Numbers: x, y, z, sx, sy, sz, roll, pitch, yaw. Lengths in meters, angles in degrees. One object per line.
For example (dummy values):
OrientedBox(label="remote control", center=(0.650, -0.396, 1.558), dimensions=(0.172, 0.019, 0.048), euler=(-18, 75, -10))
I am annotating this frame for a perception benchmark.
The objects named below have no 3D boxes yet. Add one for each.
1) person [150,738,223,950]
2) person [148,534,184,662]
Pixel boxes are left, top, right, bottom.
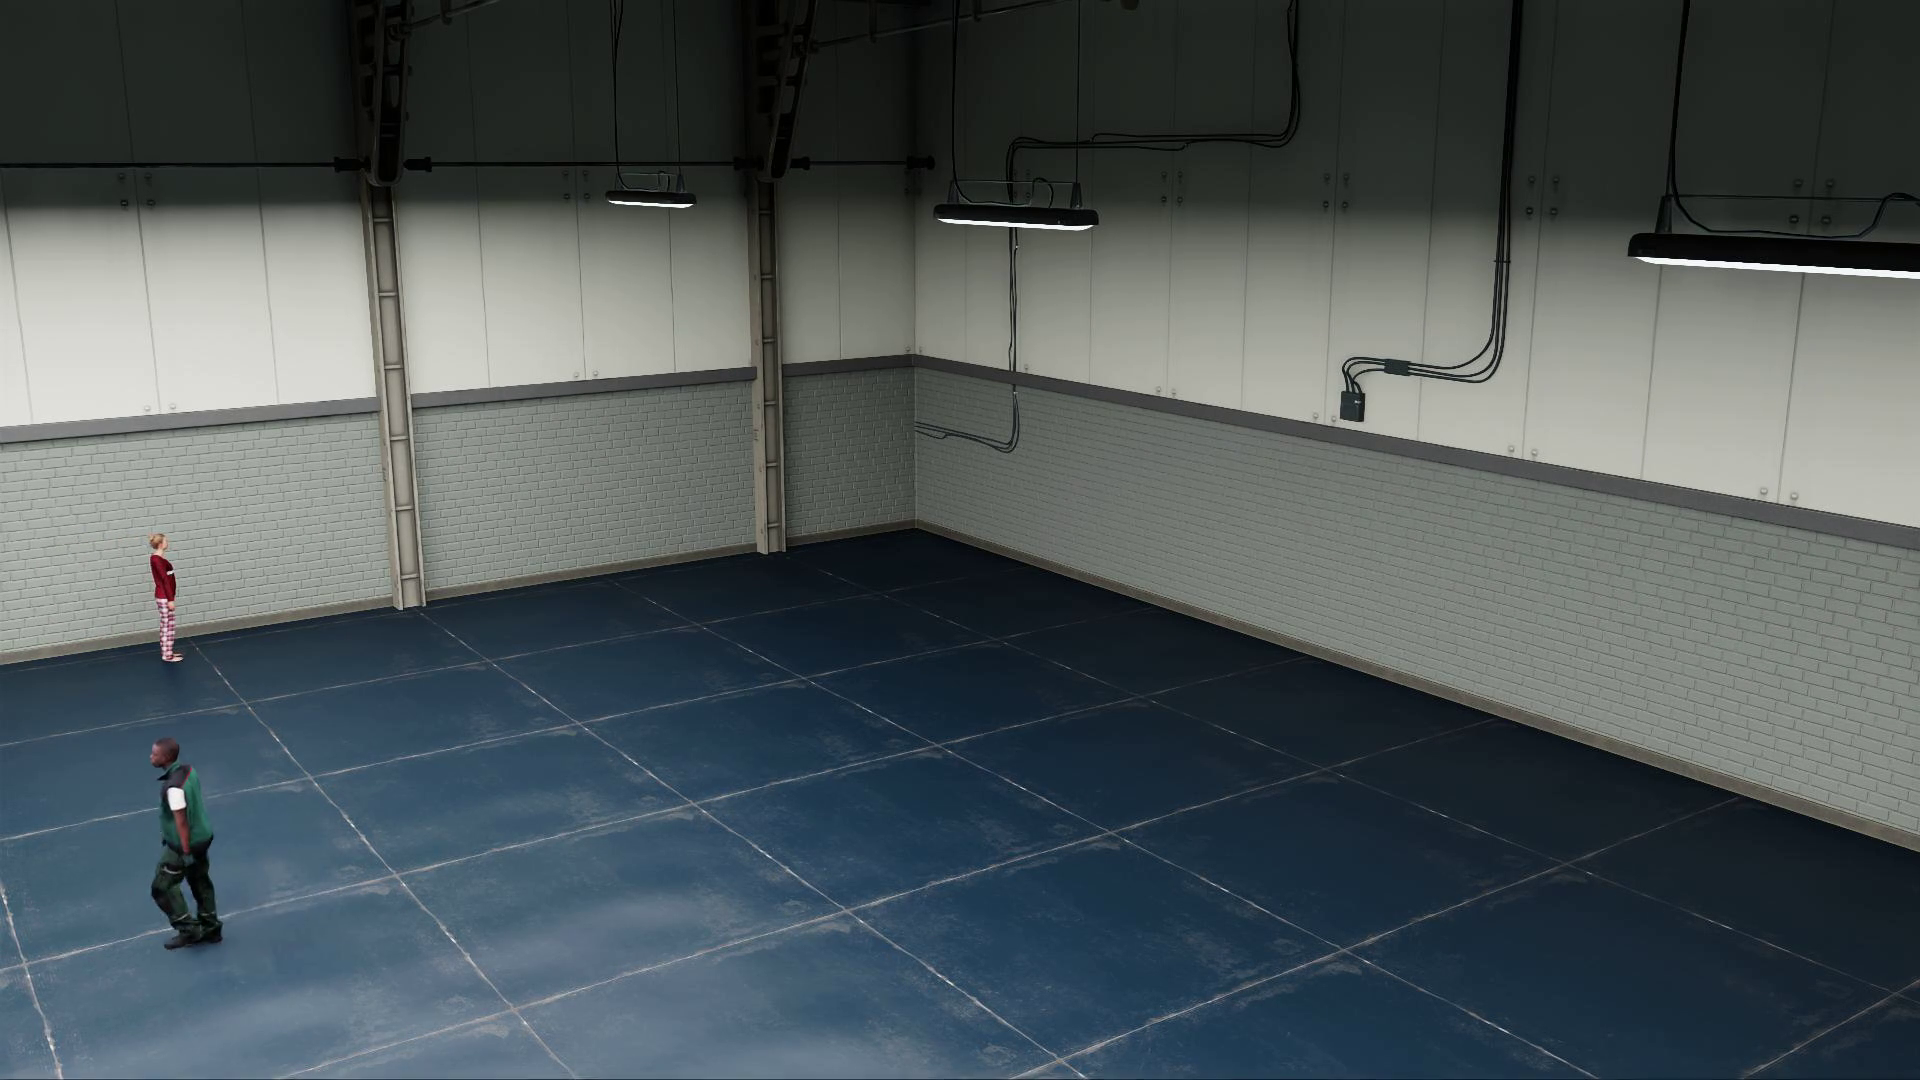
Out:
OrientedBox(label="person", center=(-6.272, 2.489, 13.691), dimensions=(0.870, 1.821, 0.835), euler=(-2, 13, -7))
OrientedBox(label="person", center=(-10.313, 0.733, 21.573), dimensions=(0.501, 1.687, 0.629), euler=(-8, 15, -31))
